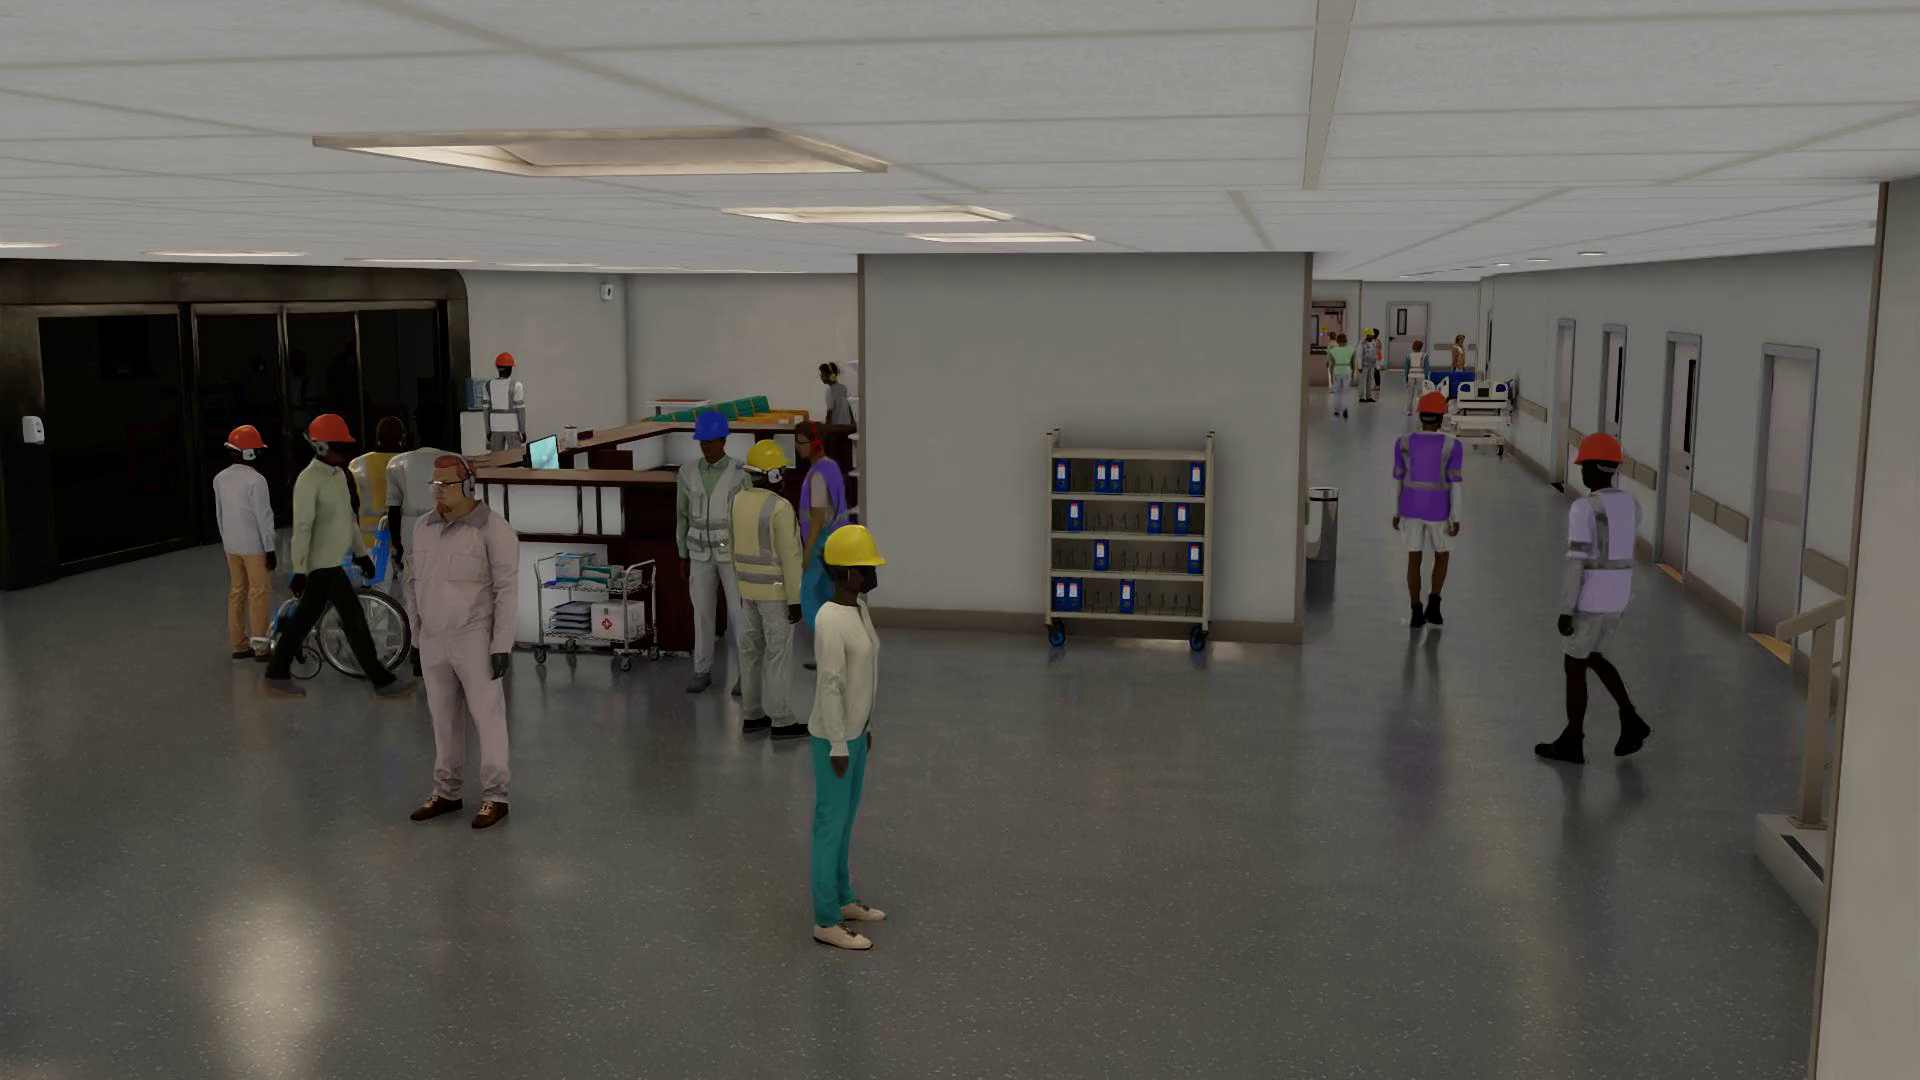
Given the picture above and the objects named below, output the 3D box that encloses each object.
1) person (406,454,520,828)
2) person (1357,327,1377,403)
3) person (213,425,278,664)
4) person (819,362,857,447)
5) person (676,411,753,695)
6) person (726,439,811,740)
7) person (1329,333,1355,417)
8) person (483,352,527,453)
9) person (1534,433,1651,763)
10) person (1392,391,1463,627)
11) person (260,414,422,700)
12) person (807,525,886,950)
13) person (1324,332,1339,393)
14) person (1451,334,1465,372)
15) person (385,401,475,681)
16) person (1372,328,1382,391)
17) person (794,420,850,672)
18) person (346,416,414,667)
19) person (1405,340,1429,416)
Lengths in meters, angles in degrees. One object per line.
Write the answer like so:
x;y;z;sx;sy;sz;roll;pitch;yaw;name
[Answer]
-2.566;0.513;8.518;0.643;1.909;0.410;3;9;21;person
9.888;-4.237;40.332;0.595;1.826;0.403;-6;10;-33;person
-5.199;0.034;12.201;0.560;1.752;0.326;5;10;31;person
-1.526;-1.339;21.059;0.499;1.831;0.545;3;9;17;person
-1.641;0.092;11.231;0.601;1.938;0.420;2;9;15;person
-1.159;0.301;10.159;0.590;1.837;0.403;8;12;44;person
8.256;-3.563;35.934;0.562;1.803;0.917;1;9;8;person
-5.832;-1.441;21.389;0.553;1.935;0.364;1;9;10;person
3.705;0.348;9.573;0.574;1.918;0.552;-6;10;-33;person
3.765;-0.237;13.441;0.562;1.924;0.389;4;9;25;person
-4.205;0.127;11.041;1.089;1.937;0.602;-1;9;-6;person
-0.465;0.811;7.004;0.325;1.769;0.524;2;9;11;person
9.847;-4.686;43.942;0.313;1.632;0.516;8;12;42;person
12.251;-4.235;40.913;0.311;1.638;0.522;8;12;43;person
-3.678;0.013;11.636;0.613;1.963;0.362;0;9;-2;person
11.277;-4.897;45.146;0.323;1.689;0.536;4;9;25;person
-0.989;0.063;11.781;0.452;1.827;0.600;0;9;3;person
-4.081;0.026;12.006;0.628;1.835;0.429;-3;9;-18;person
9.917;-3.510;36.106;0.512;1.639;0.311;5;10;32;person
